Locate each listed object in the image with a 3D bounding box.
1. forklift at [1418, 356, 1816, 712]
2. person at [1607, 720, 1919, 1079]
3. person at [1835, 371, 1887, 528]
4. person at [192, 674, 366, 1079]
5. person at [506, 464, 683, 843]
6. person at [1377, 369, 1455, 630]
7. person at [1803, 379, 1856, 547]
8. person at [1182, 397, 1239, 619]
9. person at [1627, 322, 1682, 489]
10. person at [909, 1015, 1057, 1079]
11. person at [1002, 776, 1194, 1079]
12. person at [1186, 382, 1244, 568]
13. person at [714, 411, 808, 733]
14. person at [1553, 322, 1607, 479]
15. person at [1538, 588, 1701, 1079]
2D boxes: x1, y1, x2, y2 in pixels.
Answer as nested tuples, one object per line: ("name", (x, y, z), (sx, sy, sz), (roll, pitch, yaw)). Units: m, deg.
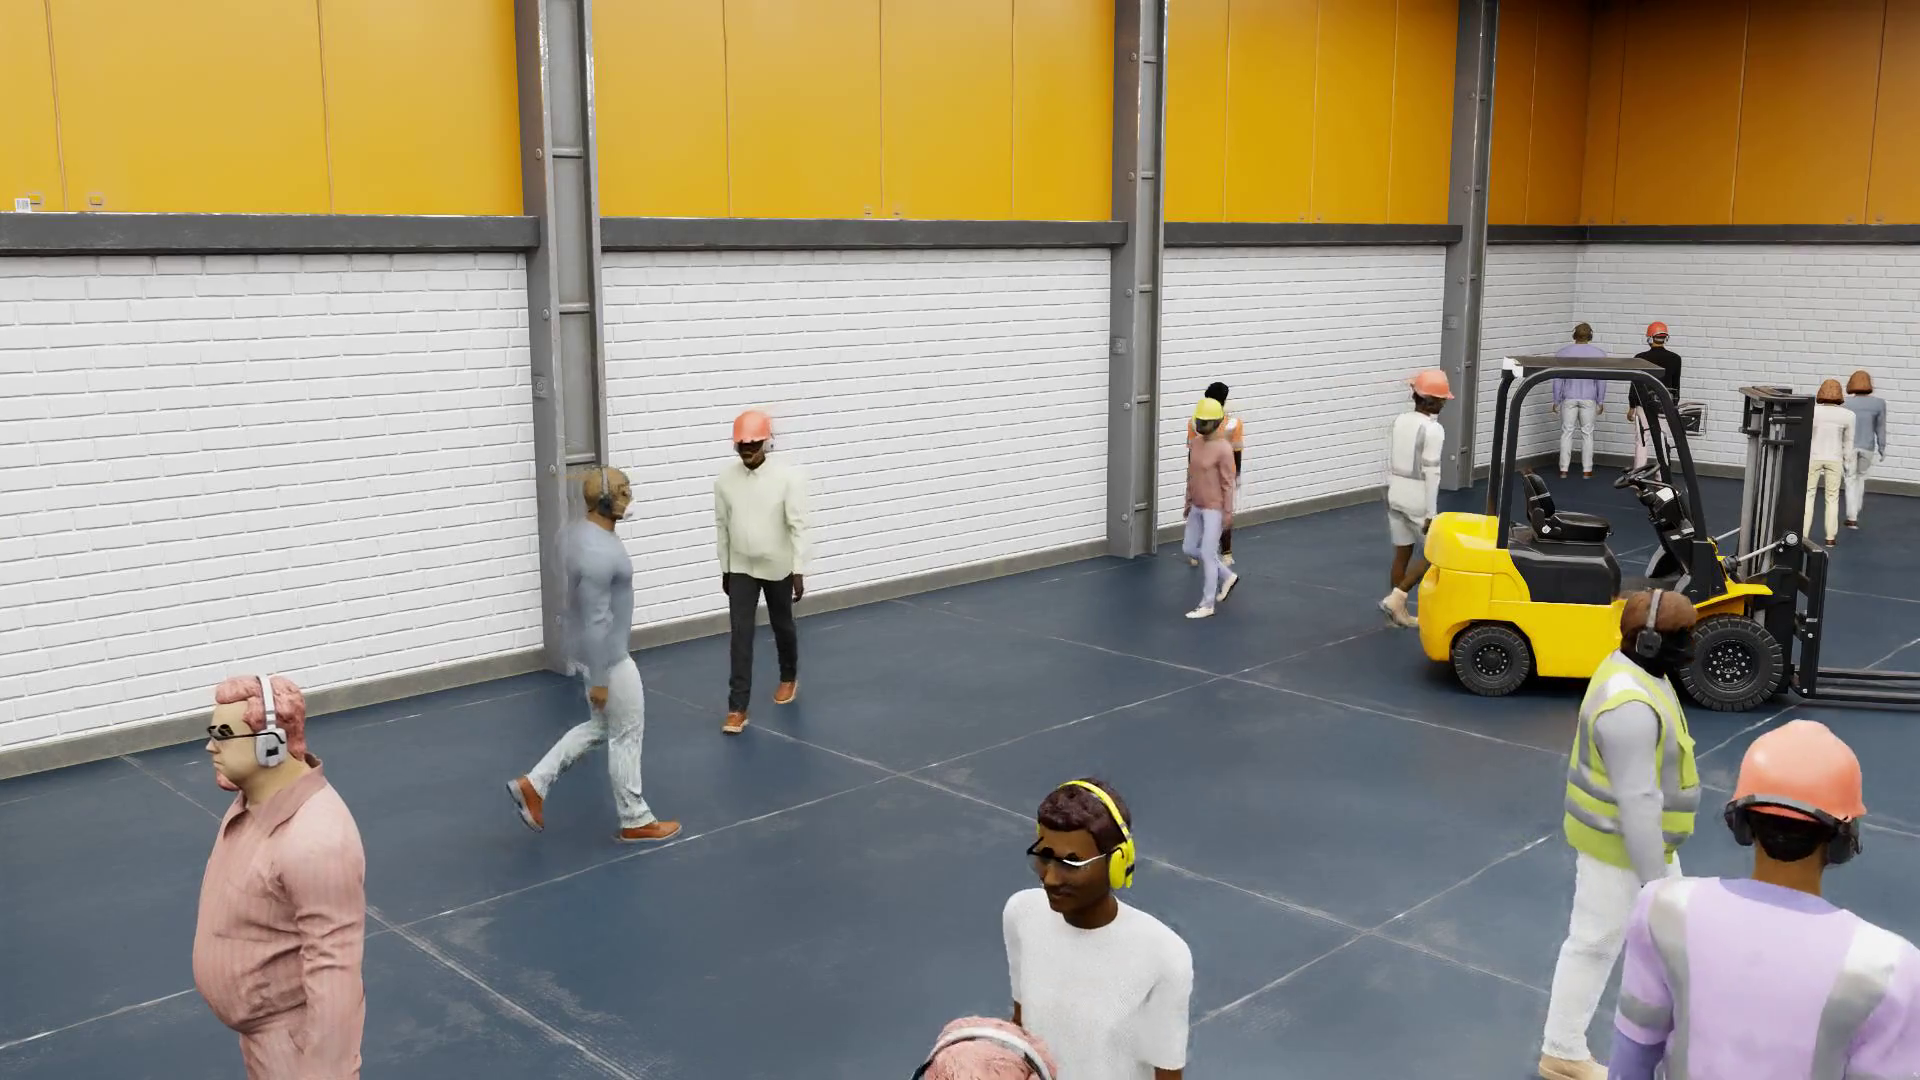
("forklift", (4.276, -0.101, 11.076), (2.313, 2.155, 1.214), (2, 11, 13))
("person", (1.642, 1.382, 3.513), (0.618, 2.013, 0.940), (9, 14, 42))
("person", (9.273, -0.952, 17.273), (0.535, 1.608, 0.655), (2, 11, 8))
("person", (-1.768, 1.276, 4.347), (0.402, 1.911, 0.638), (-7, 13, -35))
("person", (-1.805, 0.579, 8.130), (0.764, 1.924, 0.636), (-3, 11, -17))
("person", (3.422, -0.285, 12.574), (0.475, 2.018, 0.655), (-5, 11, -25))
("person", (8.391, -0.747, 16.157), (0.494, 1.624, 0.279), (4, 11, 21))
("person", (2.005, -0.260, 13.130), (0.489, 1.750, 0.539), (-5, 12, -26))
("person", (8.260, -1.602, 19.831), (0.617, 1.990, 0.402), (-1, 10, -7))
("person", (0.079, 1.602, 2.646), (0.649, 1.879, 0.654), (4, 11, 23))
("person", (0.219, 1.434, 3.654), (0.562, 1.841, 0.796), (7, 13, 35))
("person", (2.314, -0.591, 15.135), (0.532, 1.691, 0.322), (4, 11, 22))
("person", (-1.225, 0.154, 10.382), (0.626, 1.950, 1.019), (2, 11, 11))
("person", (7.664, -1.721, 20.607), (0.627, 1.940, 0.372), (4, 11, 23))
("person", (2.445, 1.069, 5.739), (0.809, 1.810, 0.647), (5, 12, 26))
